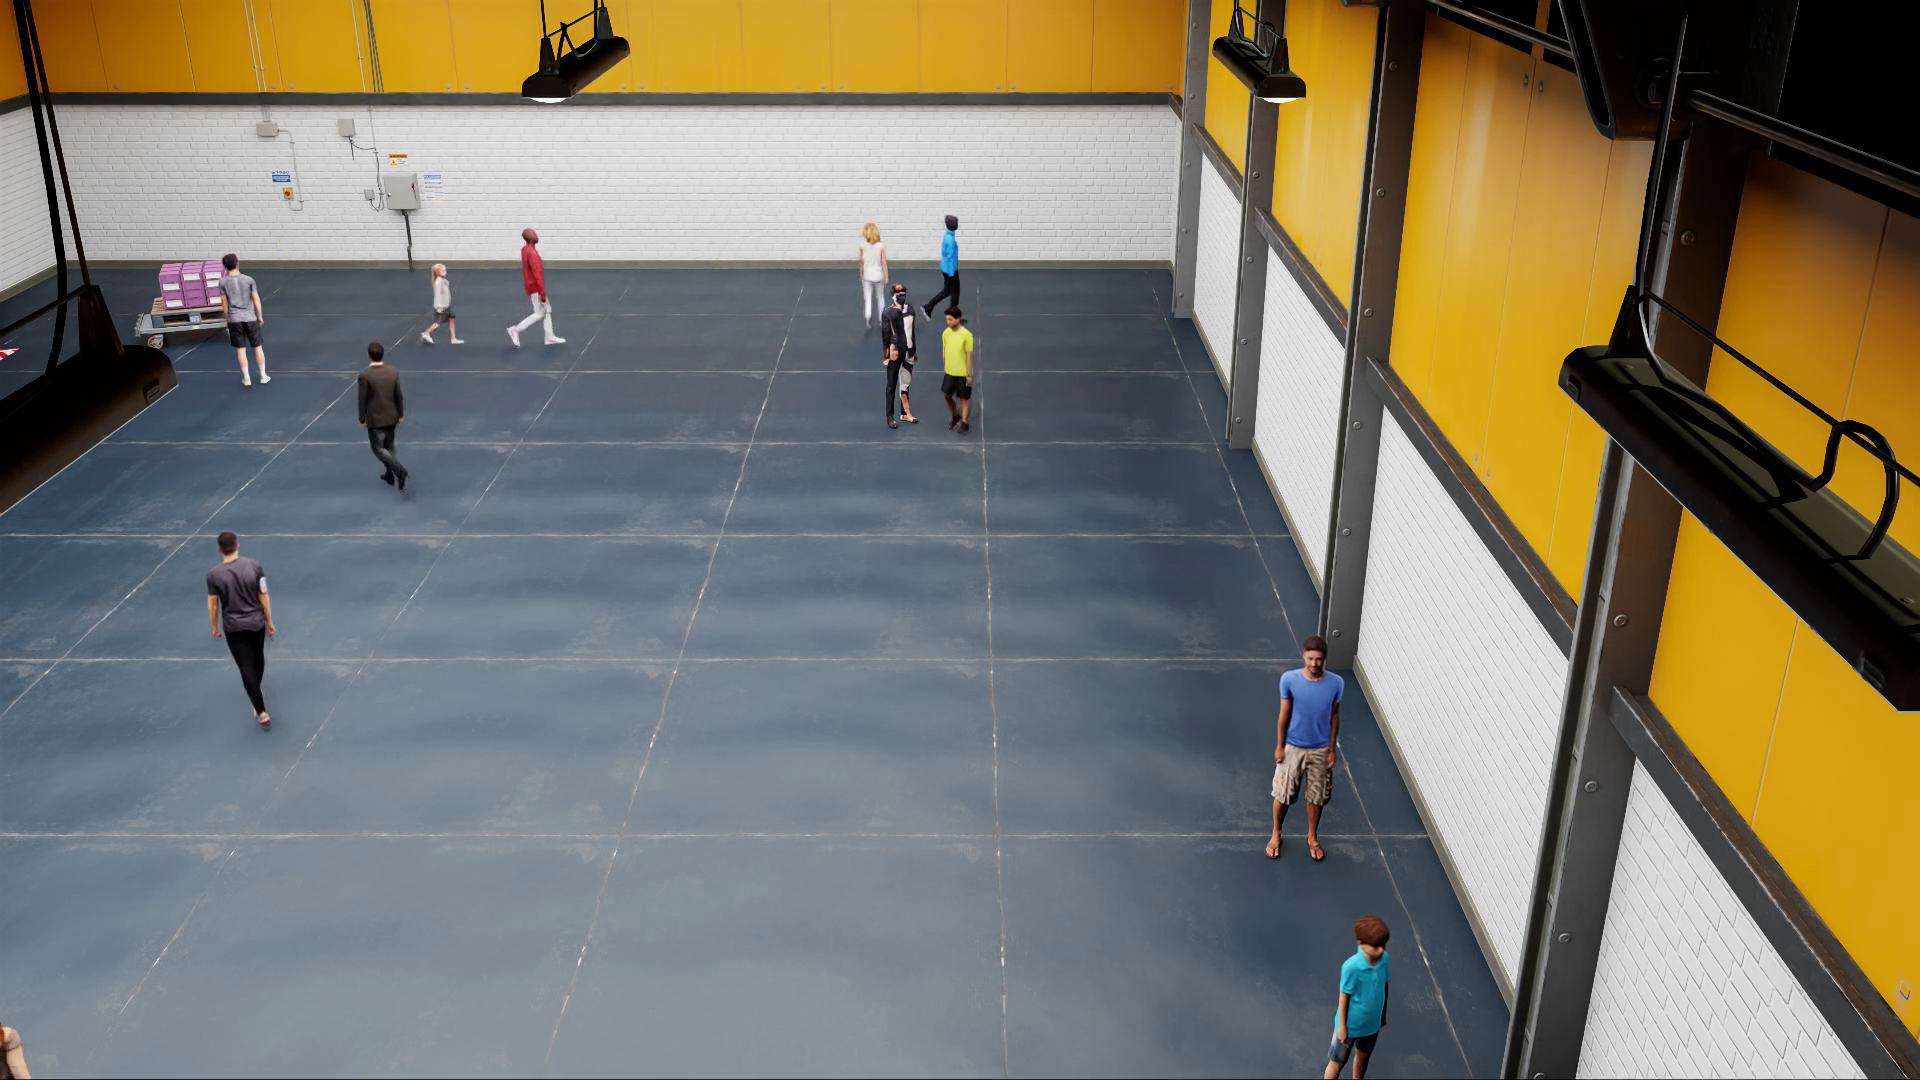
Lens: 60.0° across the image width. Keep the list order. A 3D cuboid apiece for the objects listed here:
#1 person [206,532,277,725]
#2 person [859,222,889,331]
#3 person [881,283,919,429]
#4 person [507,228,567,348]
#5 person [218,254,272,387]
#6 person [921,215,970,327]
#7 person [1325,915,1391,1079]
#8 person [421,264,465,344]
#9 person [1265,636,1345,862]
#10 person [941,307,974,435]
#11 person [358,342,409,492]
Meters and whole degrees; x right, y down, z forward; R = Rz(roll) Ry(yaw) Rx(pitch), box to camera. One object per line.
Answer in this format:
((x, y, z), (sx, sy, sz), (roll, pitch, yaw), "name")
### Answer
((-6.287, 0.803, 14.623), (1.068, 1.718, 1.248), (-15, 27, -30), "person")
((-1.382, -4.091, 25.900), (0.622, 1.655, 0.896), (1, 24, 1), "person")
((-0.798, -2.441, 21.827), (0.770, 1.893, 0.800), (-17, 29, -34), "person")
((-6.445, -3.764, 24.971), (0.959, 1.799, 1.108), (-9, 25, -19), "person")
((-10.073, -3.096, 23.351), (0.722, 1.873, 0.683), (-8, 25, -18), "person")
((-0.249, -4.194, 25.981), (0.807, 1.779, 0.961), (-4, 24, -9), "person")
((2.433, 2.898, 10.170), (0.585, 1.447, 0.603), (-12, 26, -26), "person")
((-7.900, -3.555, 25.177), (0.630, 1.251, 0.803), (2, 24, 5), "person")
((2.646, 1.563, 12.703), (0.660, 1.863, 0.564), (2, 24, 4), "person")
((0.022, -2.224, 21.578), (0.775, 1.694, 0.802), (12, 26, 25), "person")
((-6.800, -1.436, 19.661), (1.076, 1.786, 1.038), (19, 30, 37), "person")
